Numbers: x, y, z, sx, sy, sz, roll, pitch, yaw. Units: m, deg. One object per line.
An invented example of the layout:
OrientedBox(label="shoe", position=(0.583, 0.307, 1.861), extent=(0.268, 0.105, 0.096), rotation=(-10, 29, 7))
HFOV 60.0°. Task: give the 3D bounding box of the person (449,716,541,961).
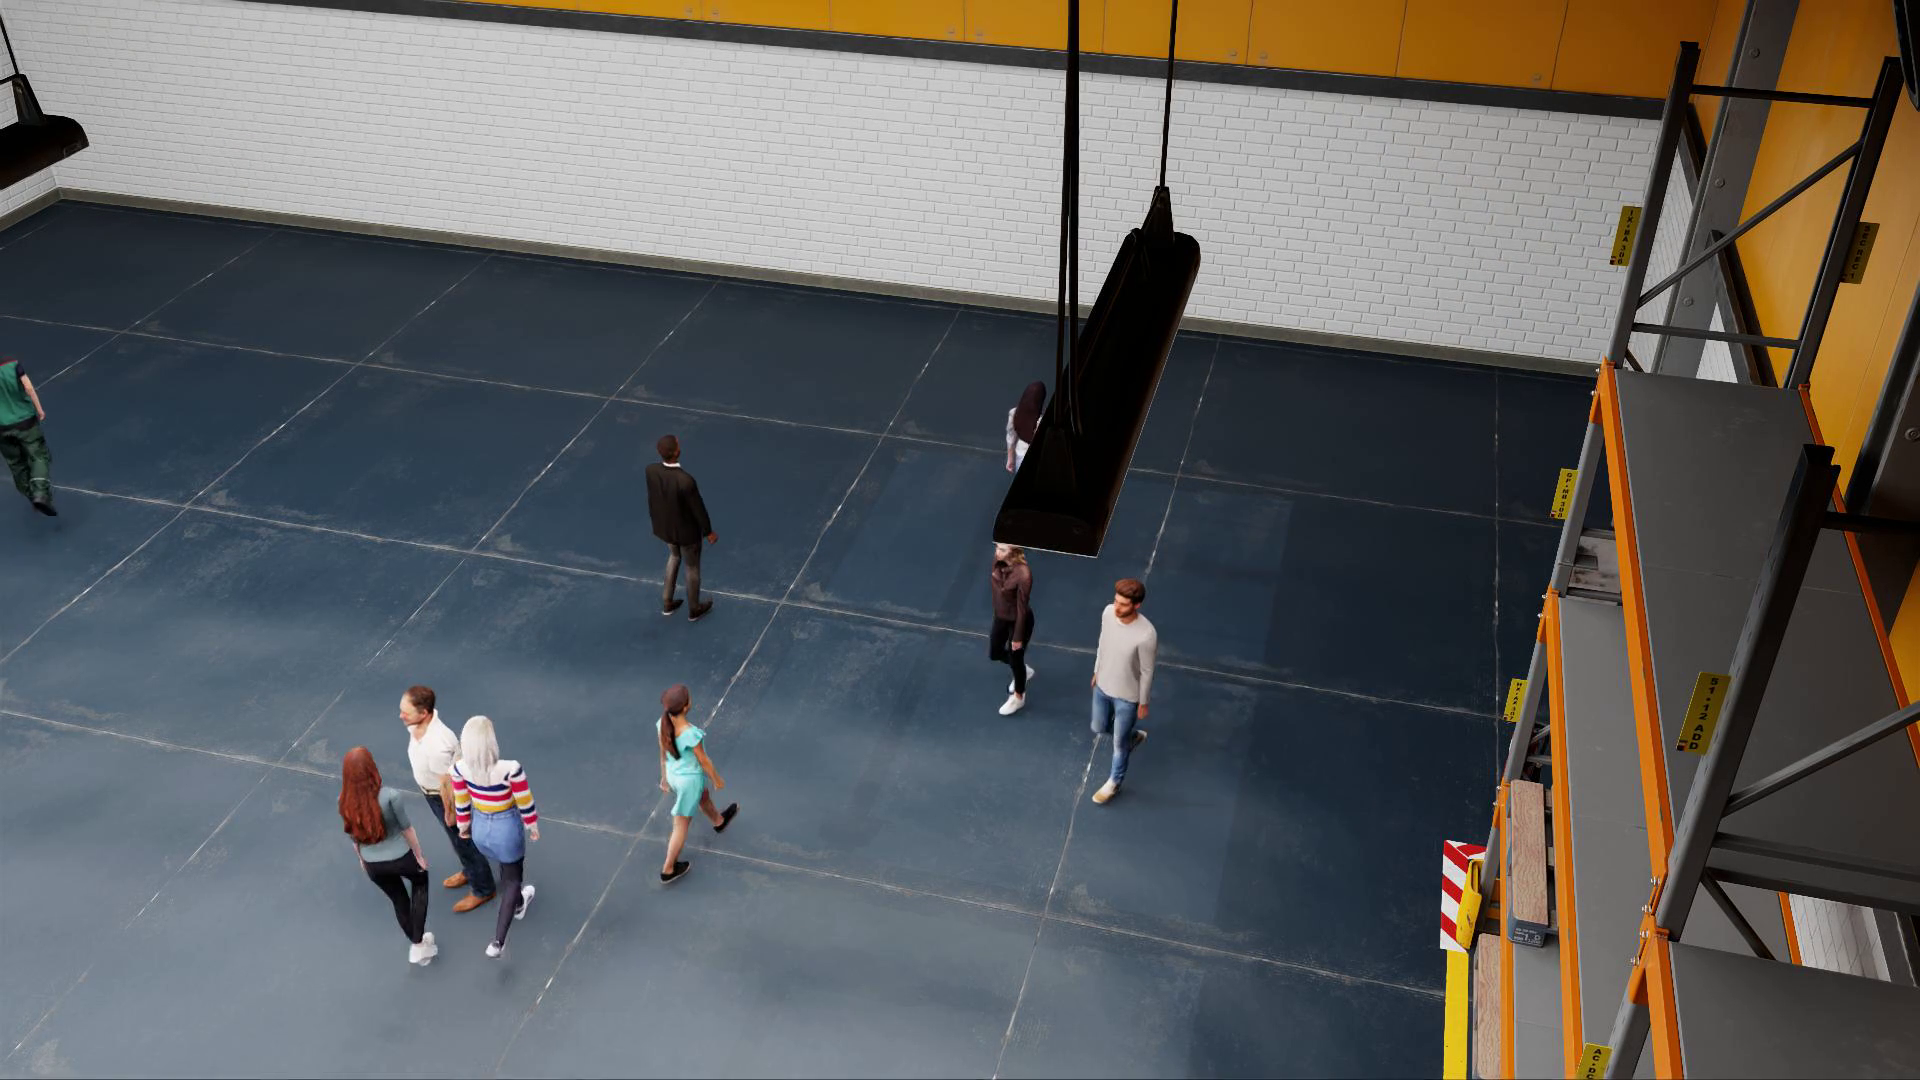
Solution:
OrientedBox(label="person", position=(-2.999, 1.937, 10.724), extent=(0.753, 1.787, 1.054), rotation=(4, 34, 6))

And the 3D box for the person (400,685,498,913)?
OrientedBox(label="person", position=(-3.394, 1.676, 11.063), extent=(0.807, 1.847, 0.752), rotation=(-18, 38, -25))

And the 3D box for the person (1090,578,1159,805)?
OrientedBox(label="person", position=(1.214, 1.027, 11.995), extent=(1.020, 1.895, 0.920), rotation=(-26, 42, -34))

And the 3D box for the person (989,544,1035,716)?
OrientedBox(label="person", position=(0.476, 0.601, 12.823), extent=(0.841, 1.688, 0.781), rotation=(-24, 40, -31))

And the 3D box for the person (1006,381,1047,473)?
OrientedBox(label="person", position=(0.602, -0.631, 14.743), extent=(0.677, 1.615, 0.666), rotation=(18, 38, 25))

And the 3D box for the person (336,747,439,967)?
OrientedBox(label="person", position=(-3.638, 2.102, 10.535), extent=(0.717, 1.721, 0.747), rotation=(1, 34, 1))

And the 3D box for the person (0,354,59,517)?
OrientedBox(label="person", position=(-8.607, -1.043, 15.120), extent=(1.024, 1.883, 1.133), rotation=(-13, 36, -19))

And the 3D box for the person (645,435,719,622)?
OrientedBox(label="person", position=(-2.342, -0.052, 13.709), extent=(0.766, 1.796, 0.751), rotation=(20, 38, 27))

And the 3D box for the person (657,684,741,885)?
OrientedBox(label="person", position=(-1.912, 1.685, 11.347), extent=(0.859, 1.516, 1.119), rotation=(26, 41, 33))
